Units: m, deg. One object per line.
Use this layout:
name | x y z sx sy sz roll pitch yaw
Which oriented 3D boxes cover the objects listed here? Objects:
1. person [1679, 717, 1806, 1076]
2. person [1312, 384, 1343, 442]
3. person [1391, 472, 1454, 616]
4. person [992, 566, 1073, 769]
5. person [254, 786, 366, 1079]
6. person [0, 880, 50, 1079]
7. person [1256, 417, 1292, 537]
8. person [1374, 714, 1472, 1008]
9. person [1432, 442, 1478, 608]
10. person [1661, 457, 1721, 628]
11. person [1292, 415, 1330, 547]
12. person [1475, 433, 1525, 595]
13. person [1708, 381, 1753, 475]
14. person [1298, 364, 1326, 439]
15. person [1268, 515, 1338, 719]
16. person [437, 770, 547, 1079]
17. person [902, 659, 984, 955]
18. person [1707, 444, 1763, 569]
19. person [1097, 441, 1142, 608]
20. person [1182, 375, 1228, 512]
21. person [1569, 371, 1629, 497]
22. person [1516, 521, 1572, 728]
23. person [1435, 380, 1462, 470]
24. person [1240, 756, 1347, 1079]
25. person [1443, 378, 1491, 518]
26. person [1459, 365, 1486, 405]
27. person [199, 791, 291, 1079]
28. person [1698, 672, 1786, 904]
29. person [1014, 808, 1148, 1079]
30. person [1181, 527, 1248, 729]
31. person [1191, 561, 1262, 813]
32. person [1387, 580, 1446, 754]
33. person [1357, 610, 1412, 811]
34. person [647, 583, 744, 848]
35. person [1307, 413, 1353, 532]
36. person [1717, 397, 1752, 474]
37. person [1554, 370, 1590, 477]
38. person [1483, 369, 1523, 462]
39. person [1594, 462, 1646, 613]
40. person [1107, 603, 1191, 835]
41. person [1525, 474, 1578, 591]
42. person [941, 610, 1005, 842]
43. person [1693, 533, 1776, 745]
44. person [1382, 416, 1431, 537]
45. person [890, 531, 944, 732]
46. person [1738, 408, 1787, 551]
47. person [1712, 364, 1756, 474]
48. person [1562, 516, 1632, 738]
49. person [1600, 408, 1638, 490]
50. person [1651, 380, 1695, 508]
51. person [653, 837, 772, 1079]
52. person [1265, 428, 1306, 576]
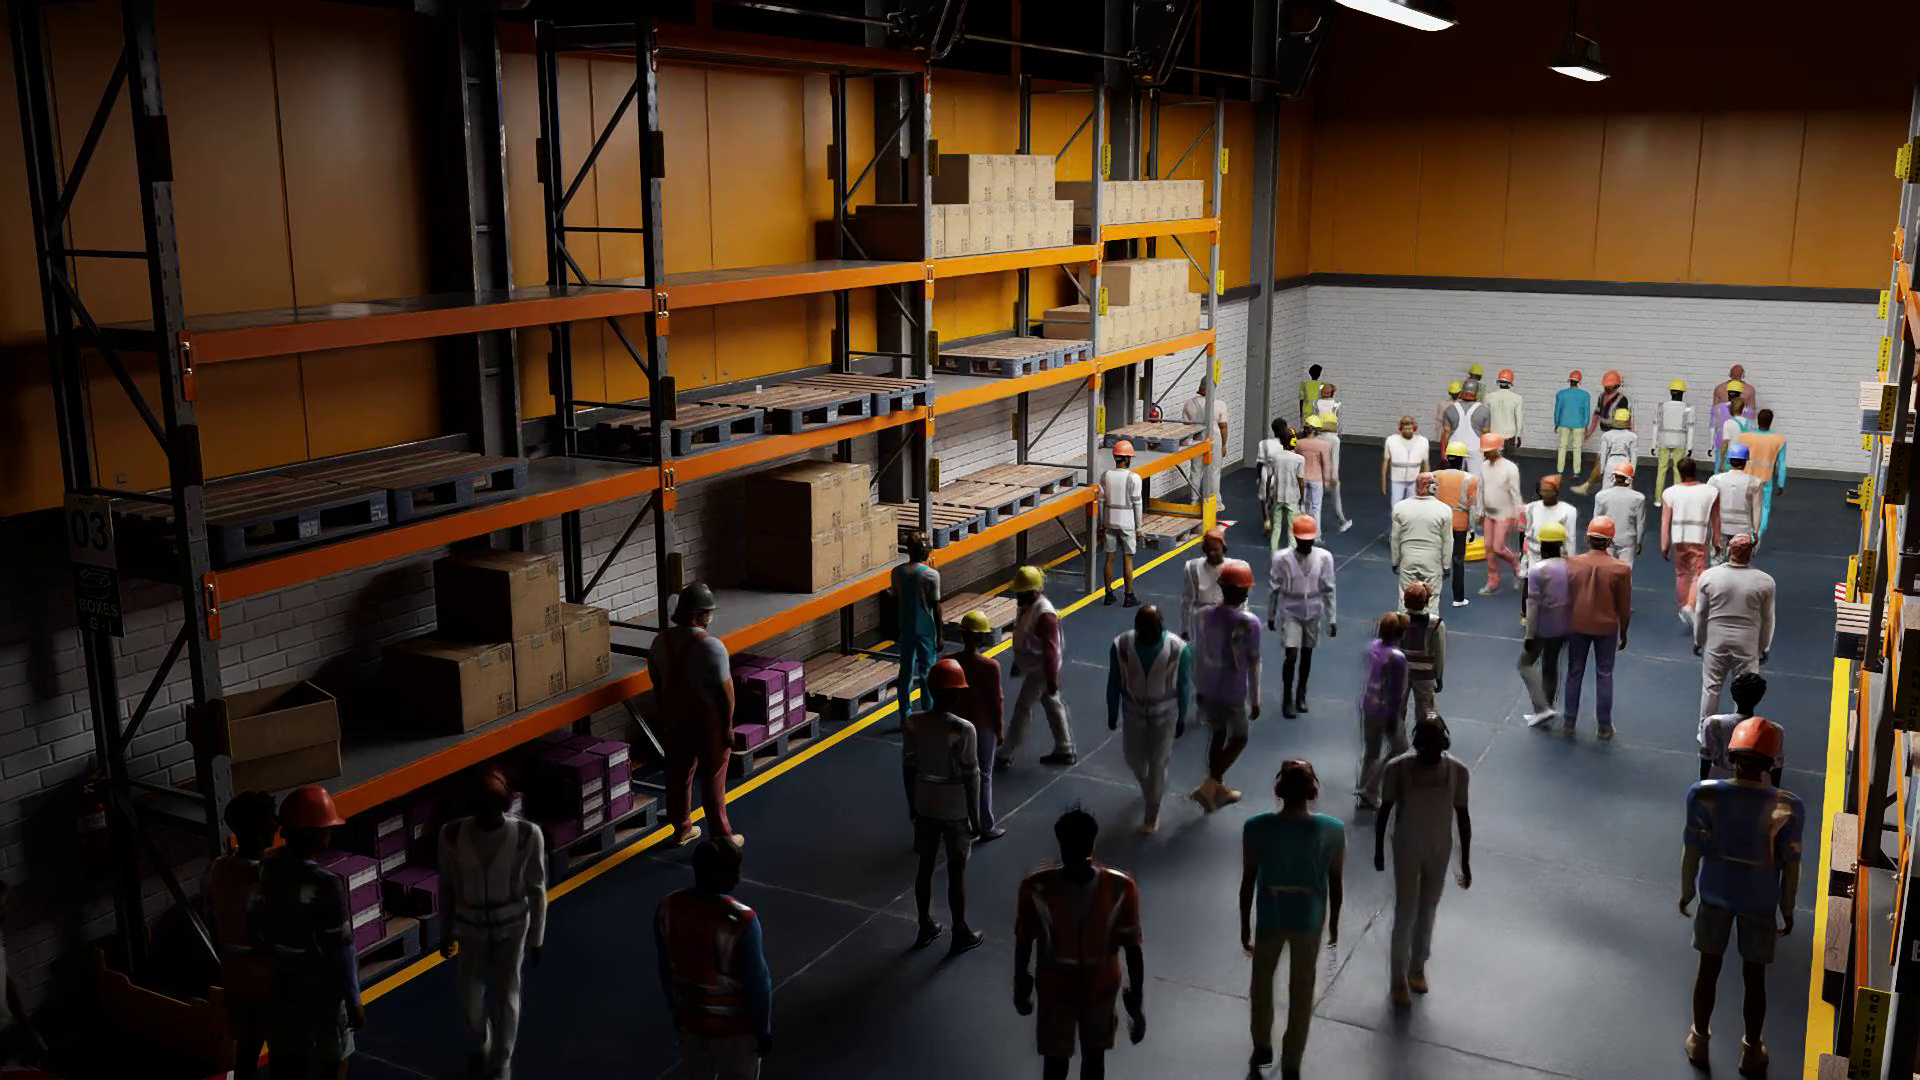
person | 4.334 1.973 9.269 0.605 2.045 0.382 7 14 28
person | 5.846 -1.676 26.521 0.512 1.638 0.312 7 14 28
person | 4.834 0.230 17.399 0.636 1.903 0.404 7 14 28
person | 0.558 1.066 13.915 0.895 1.770 0.599 -2 13 -7
person | -3.187 2.203 8.259 0.605 2.036 0.393 7 14 28
person | -4.533 2.415 7.732 0.468 1.846 0.559 -3 13 -11
person | 4.298 -0.827 22.600 0.550 1.684 0.362 2 13 8
person | 2.800 1.916 10.014 0.525 1.819 0.646 0 13 -1
person | 5.660 -0.177 19.178 0.584 1.919 0.382 7 14 28
person | 8.040 0.033 18.336 0.641 1.877 0.767 6 14 25
person | 4.692 -0.791 22.288 0.523 1.761 0.328 7 14 28
person | 6.377 -0.299 19.661 0.632 1.954 0.654 -5 13 -21
person | 11.402 -1.399 24.647 0.584 1.919 0.382 7 14 28
person | 6.088 -2.176 28.628 0.529 1.697 0.321 7 14 28
person | 3.152 0.702 15.266 0.574 1.909 0.701 0 13 -1
person | -2.524 2.123 8.992 0.597 1.867 0.409 -2 13 -8
person | -0.099 1.709 10.711 0.542 1.930 0.374 7 14 28
person | 8.760 -0.119 18.873 0.602 1.940 0.402 7 14 28
person | 1.857 -0.185 19.187 0.542 1.930 0.374 7 14 28
person | 3.653 -1.444 24.572 0.672 2.000 0.536 7 14 28
person | 9.941 -1.618 25.494 1.048 1.984 0.631 -1 13 -6
person | 5.275 0.769 14.955 0.596 1.908 0.405 -5 14 -23
person | 7.754 -1.646 26.134 0.543 1.750 0.393 3 13 12
person | 1.824 2.100 9.180 0.559 1.831 0.447 2 13 8
person | 7.333 -1.324 24.038 0.672 2.000 0.536 7 14 28
person | 8.767 -2.110 28.256 0.543 1.718 0.903 -7 14 -27
person | -3.514 2.207 8.393 0.600 1.967 0.368 7 14 28
person | 5.239 1.717 11.196 0.529 1.697 0.321 7 14 28
person | 0.595 2.258 8.234 0.640 1.936 0.710 0 13 -1
person | 2.282 0.797 14.918 0.603 1.868 0.454 3 13 11
person | 2.042 1.166 12.930 0.638 2.022 0.622 -12 17 -42
person | 3.784 1.144 13.889 0.512 1.642 0.312 7 14 28
person | 3.329 1.347 13.013 0.365 1.624 0.530 -3 13 -14
person | -1.915 1.299 12.294 0.672 2.000 0.536 7 14 28
person | 5.090 -0.912 22.961 0.875 1.689 0.517 -10 16 -38
person | 10.993 -1.109 23.552 0.508 1.834 0.561 -6 14 -24
person | 10.053 -1.913 27.318 0.560 1.753 0.329 7 14 28
person | 8.295 -1.616 25.446 0.608 1.996 0.381 7 14 28
person | 7.466 -0.018 18.857 0.560 1.744 0.338 7 14 28
person | 1.460 1.309 12.801 0.637 1.810 0.658 3 13 15
person | 6.286 0.193 17.687 0.581 1.853 0.842 10 16 37
person | 0.101 1.395 12.502 0.523 1.761 0.328 7 14 28
person | 6.714 0.884 14.453 0.636 1.911 0.404 7 14 28
person | 5.885 -0.747 21.940 0.605 1.814 0.530 0 13 2
person | -0.376 0.832 14.840 0.506 1.841 0.344 7 14 28
person | 10.574 -0.791 22.011 0.602 1.893 0.798 7 14 29
person | 12.445 -1.871 26.785 0.636 1.911 0.404 7 14 28
person | 5.631 0.767 14.778 0.608 1.996 0.381 7 14 28
person | 9.128 -0.959 23.075 0.483 1.745 0.301 7 14 28
person | 10.602 -1.423 24.756 0.584 1.919 0.382 7 14 28
person | -1.167 2.332 8.132 0.619 1.839 0.430 7 14 28
person | 4.030 -0.462 20.579 0.517 1.865 0.328 7 14 28
